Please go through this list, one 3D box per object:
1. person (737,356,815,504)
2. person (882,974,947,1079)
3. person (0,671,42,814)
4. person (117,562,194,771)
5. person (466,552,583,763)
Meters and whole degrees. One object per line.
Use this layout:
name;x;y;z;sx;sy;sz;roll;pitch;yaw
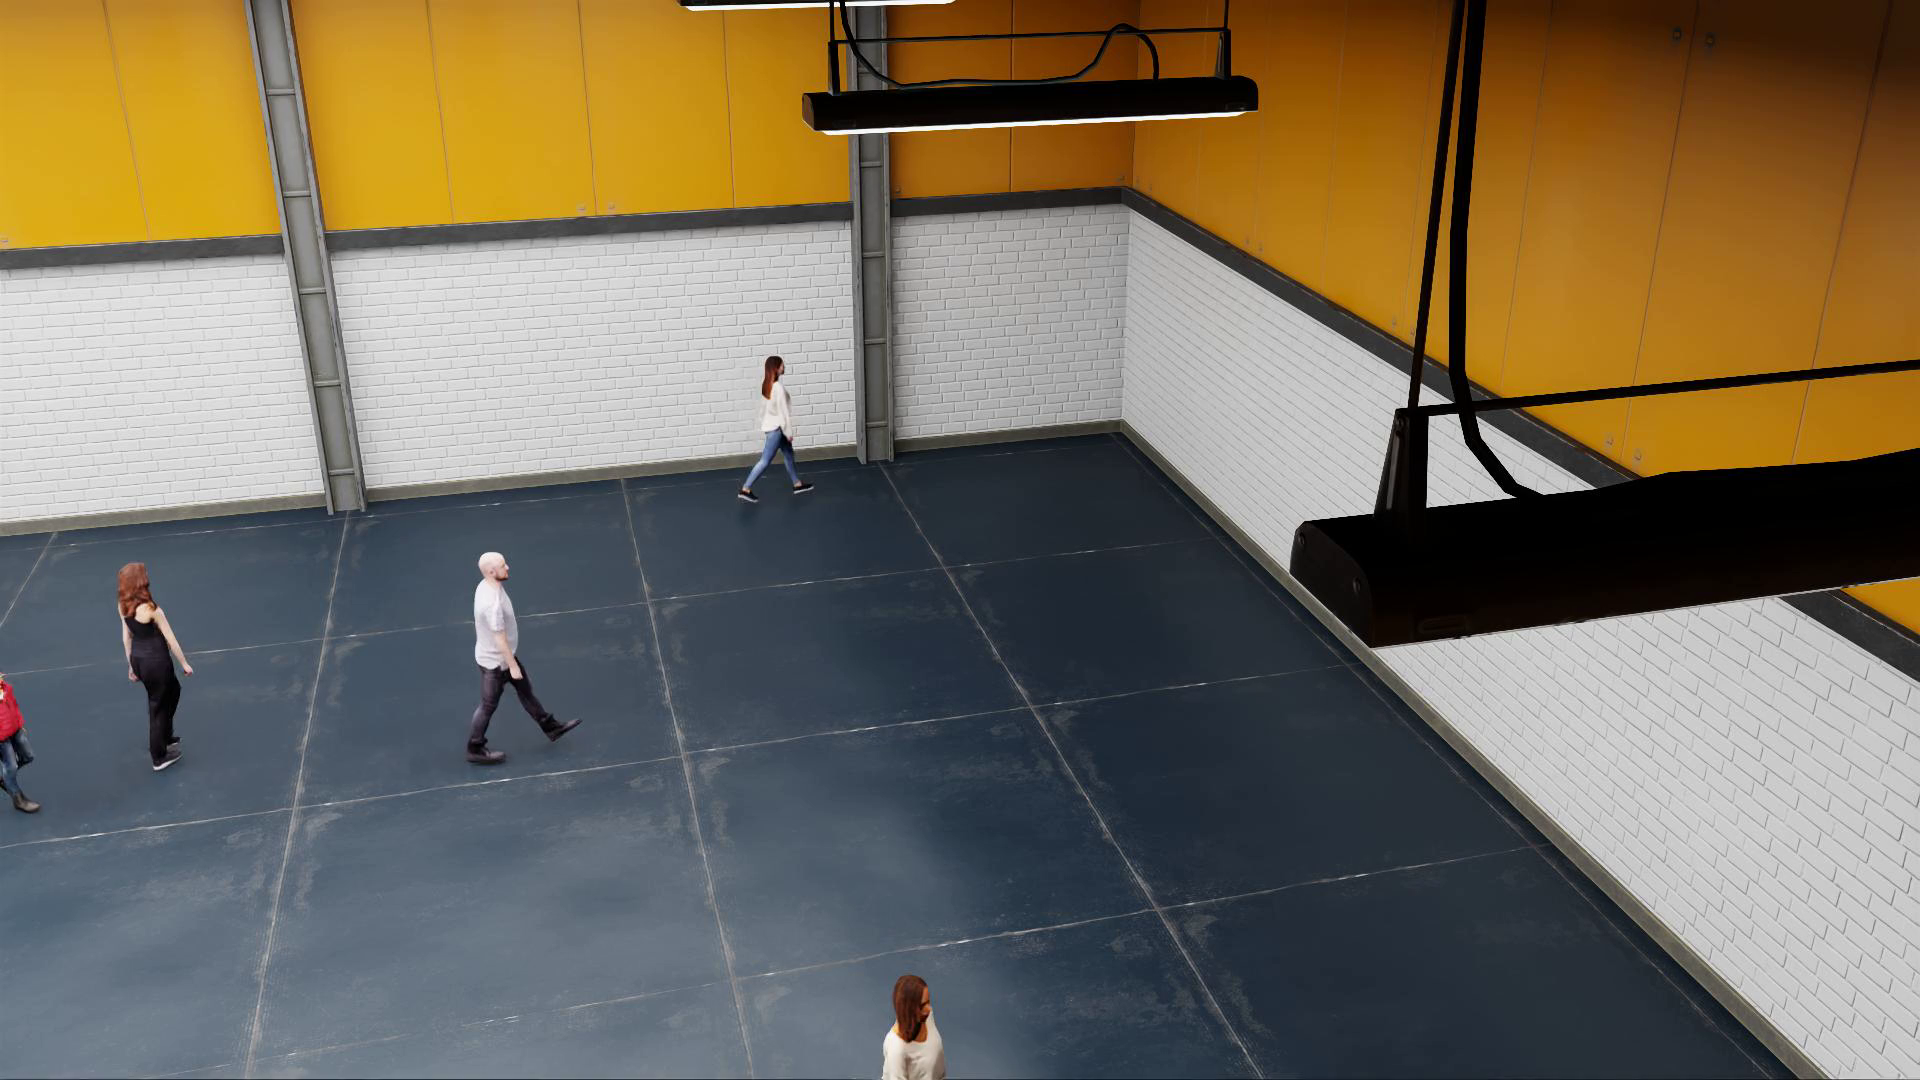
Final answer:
person;-2.116;-1.170;18.295;1.204;1.644;0.779;-10;26;-22
person;-0.320;2.964;8.806;0.799;1.669;0.751;11;26;23
person;-7.324;1.484;12.646;0.728;1.305;0.648;4;24;9
person;-6.459;1.037;13.140;0.762;1.730;0.812;9;25;20
person;-3.771;0.964;13.232;1.157;1.789;0.723;-5;24;-12
